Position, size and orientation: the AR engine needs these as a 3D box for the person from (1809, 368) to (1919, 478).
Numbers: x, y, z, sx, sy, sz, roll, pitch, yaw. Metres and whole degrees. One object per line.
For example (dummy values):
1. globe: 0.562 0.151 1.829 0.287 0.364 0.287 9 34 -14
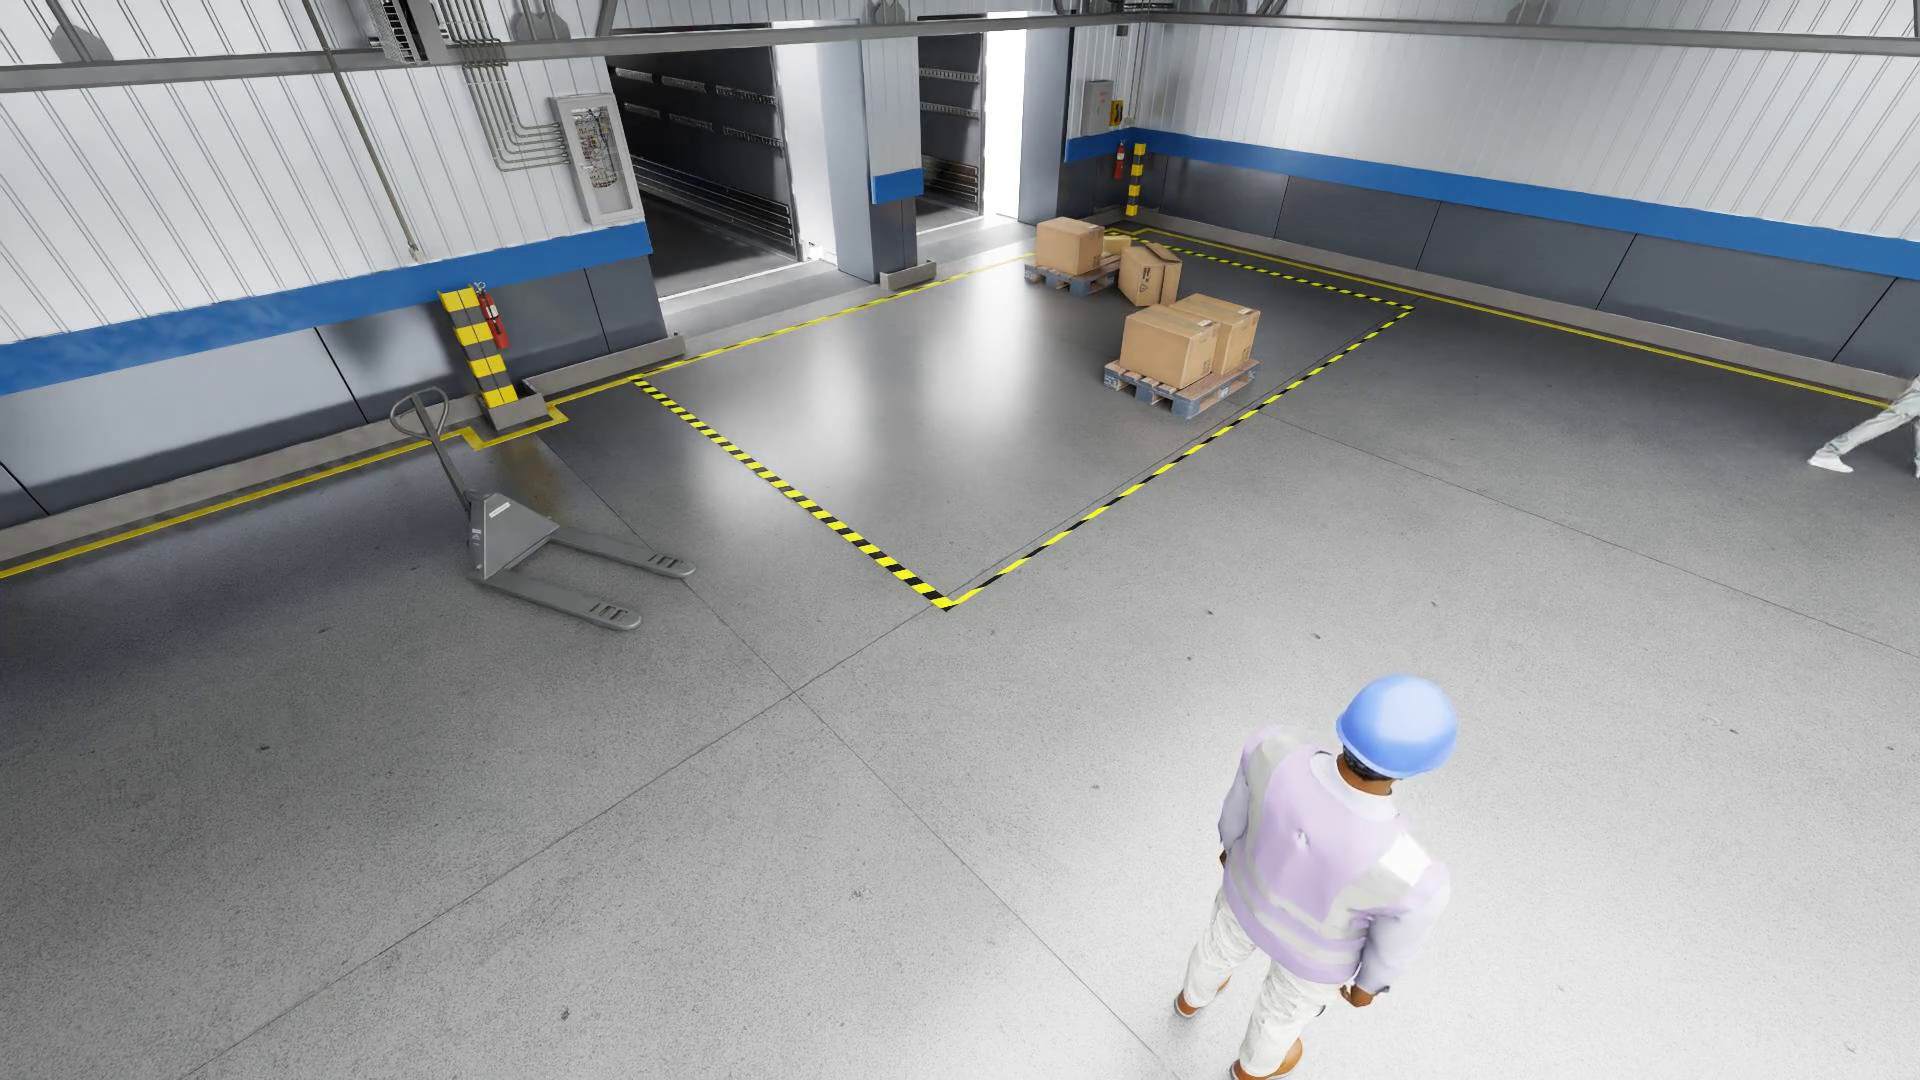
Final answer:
1. person: 7.449 -1.175 5.421 0.893 1.693 0.501 26 45 29

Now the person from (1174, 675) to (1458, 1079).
1. person: 1.023 1.121 2.243 0.381 1.948 0.603 -21 42 -25

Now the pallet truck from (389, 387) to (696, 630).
1. pallet truck: -2.613 -0.247 4.593 1.601 1.201 0.680 14 40 17
